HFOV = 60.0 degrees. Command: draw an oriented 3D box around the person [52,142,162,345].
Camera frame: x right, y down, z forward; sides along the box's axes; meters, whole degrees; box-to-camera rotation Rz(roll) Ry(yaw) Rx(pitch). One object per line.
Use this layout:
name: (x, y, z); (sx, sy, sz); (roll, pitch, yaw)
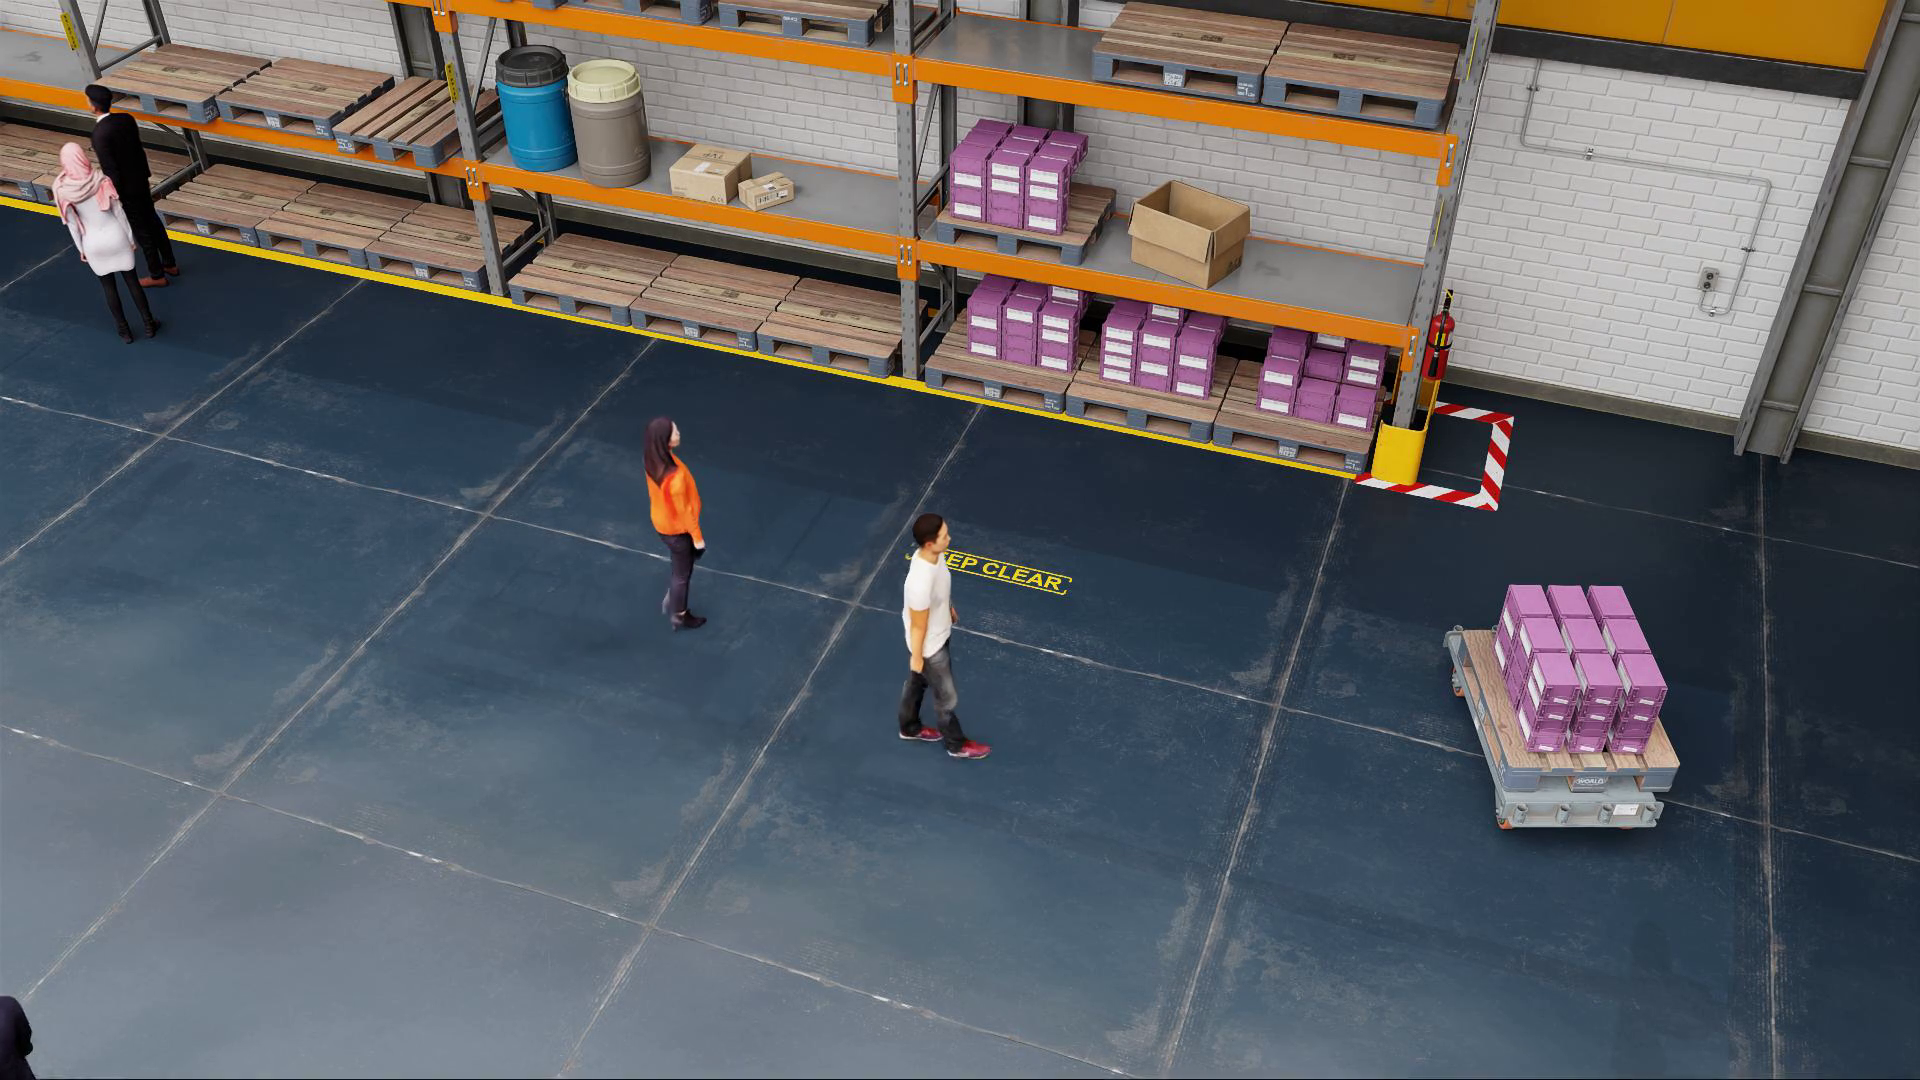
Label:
person: (-7.145, -2.484, 13.914); (0.735, 1.804, 0.793); (-17, 42, -20)

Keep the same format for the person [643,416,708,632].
person: (-1.944, -0.061, 10.935); (0.794, 1.737, 0.733); (-17, 42, -20)

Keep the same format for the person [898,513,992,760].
person: (-0.270, 0.579, 10.091); (0.915, 1.790, 0.791); (4, 39, 5)

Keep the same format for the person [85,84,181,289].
person: (-7.310, -3.123, 14.652); (0.620, 1.884, 0.738); (6, 39, 7)
